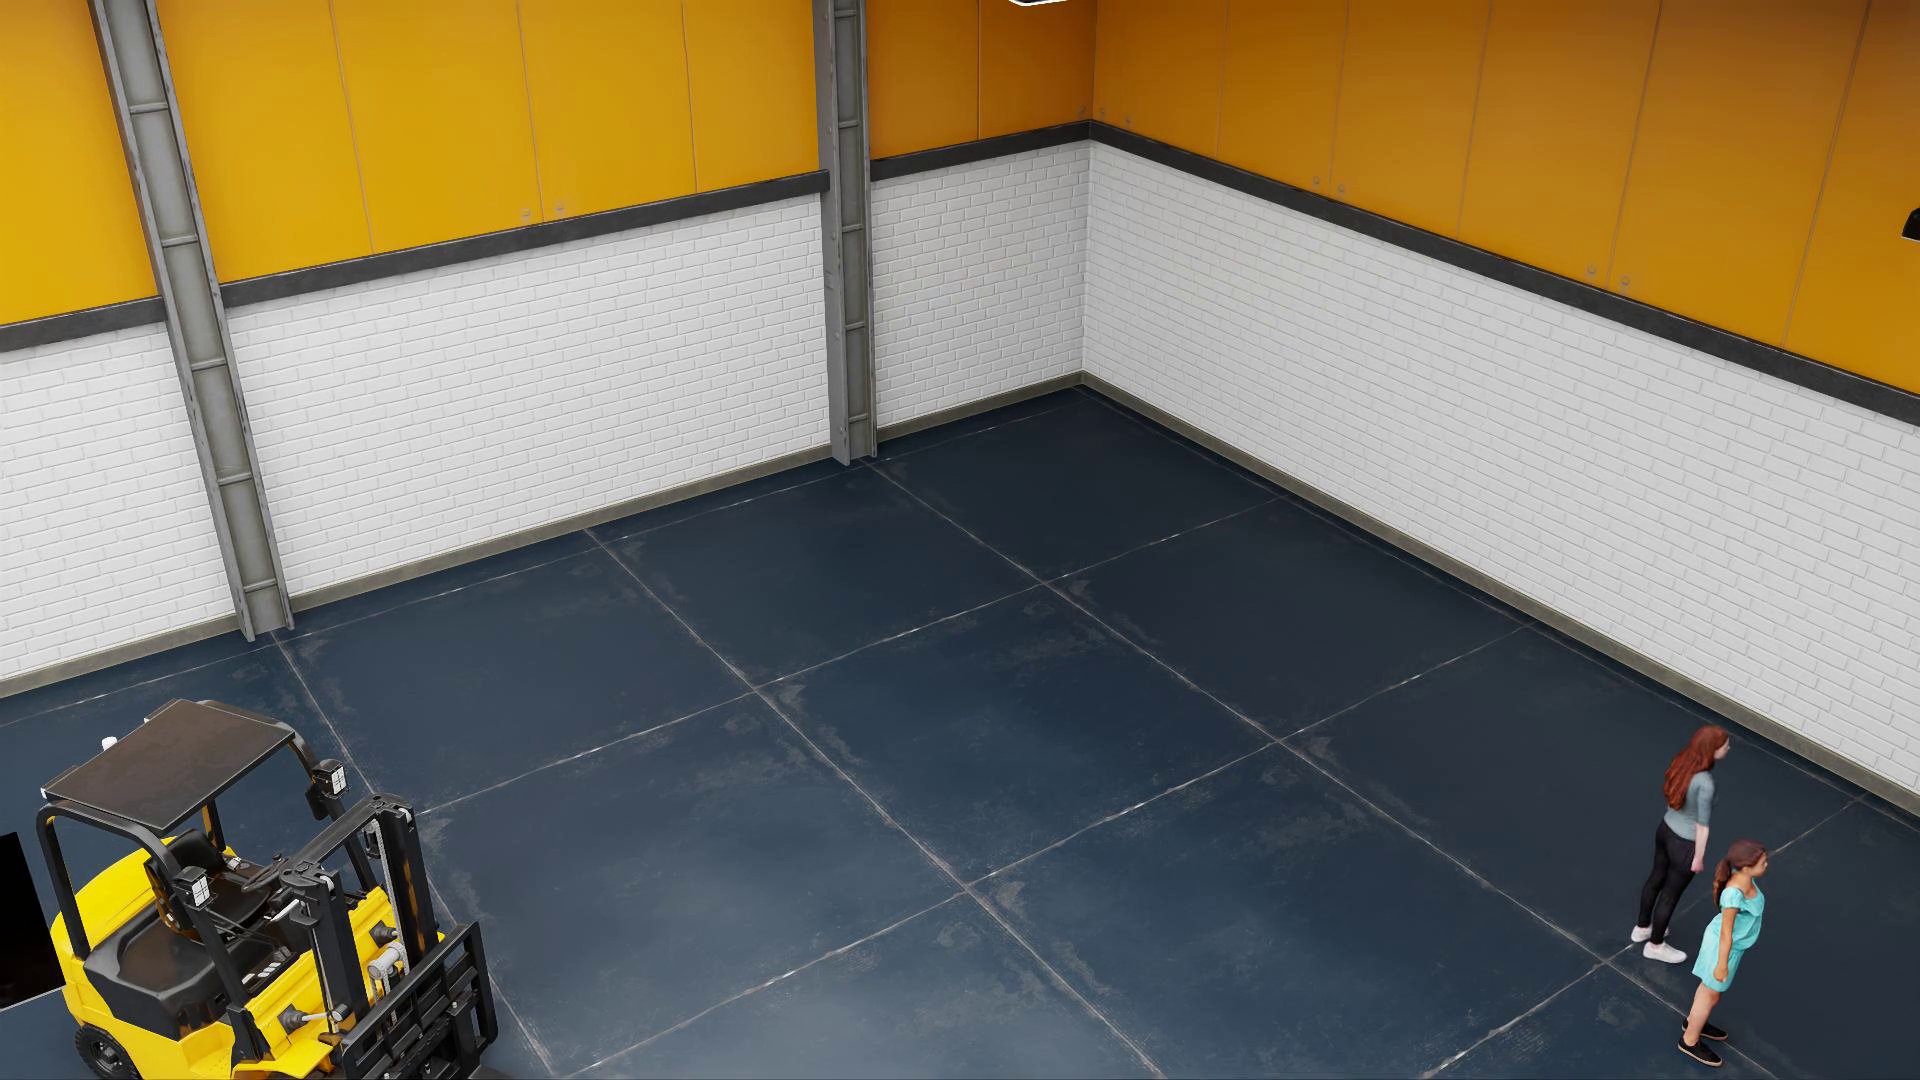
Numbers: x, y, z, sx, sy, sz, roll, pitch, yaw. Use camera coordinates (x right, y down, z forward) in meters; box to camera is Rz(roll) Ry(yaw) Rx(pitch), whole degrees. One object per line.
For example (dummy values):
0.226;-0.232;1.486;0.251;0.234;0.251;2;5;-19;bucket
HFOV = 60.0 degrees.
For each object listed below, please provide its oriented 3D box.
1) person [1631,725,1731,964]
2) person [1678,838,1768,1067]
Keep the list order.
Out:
4.571;1.906;10.551;0.691;1.742;0.670;-1;29;-2;person
4.527;2.399;9.841;0.690;1.557;0.593;16;33;27;person
